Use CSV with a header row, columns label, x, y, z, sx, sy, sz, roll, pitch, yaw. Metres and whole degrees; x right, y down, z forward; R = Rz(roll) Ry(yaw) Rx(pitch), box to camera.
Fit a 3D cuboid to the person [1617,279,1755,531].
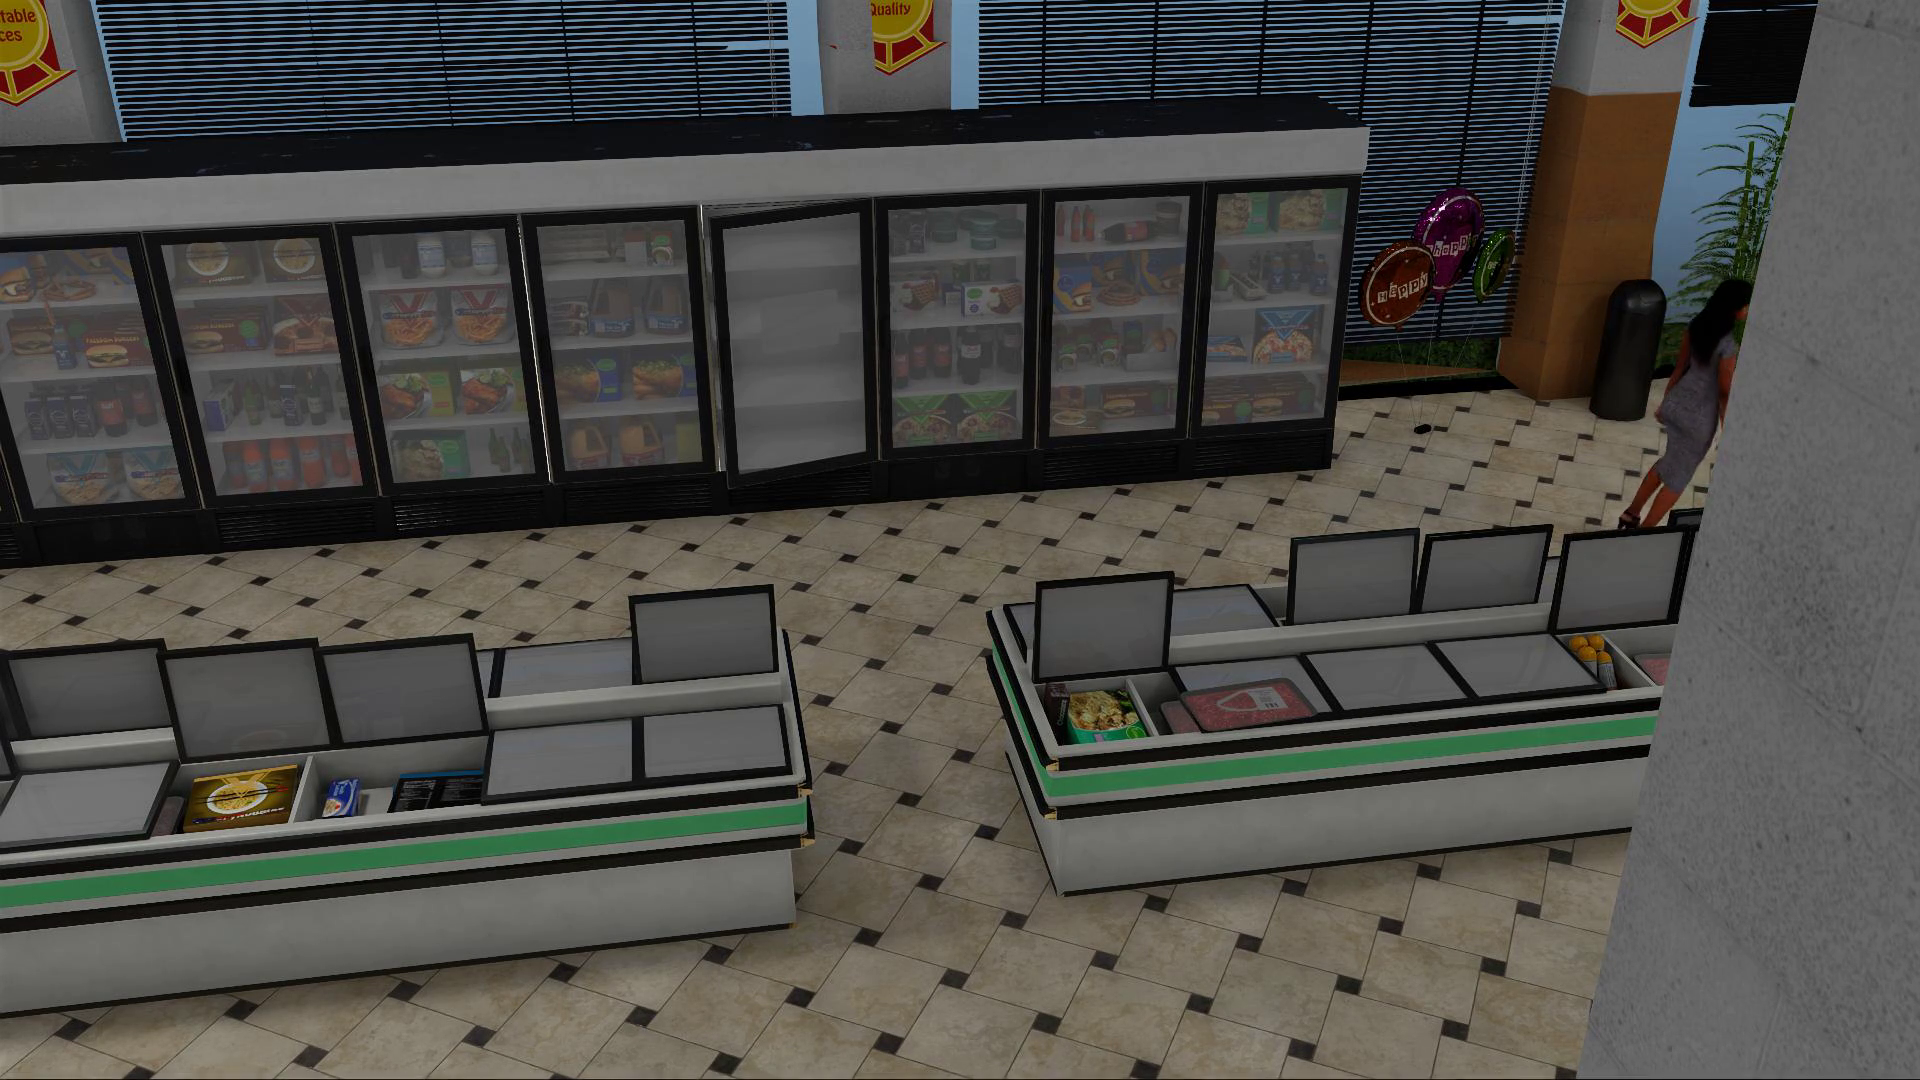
label,x,y,z,sx,sy,sz,roll,pitch,yaw
person,4.185,-0.684,9.676,0.586,1.747,0.685,-11,29,-21
